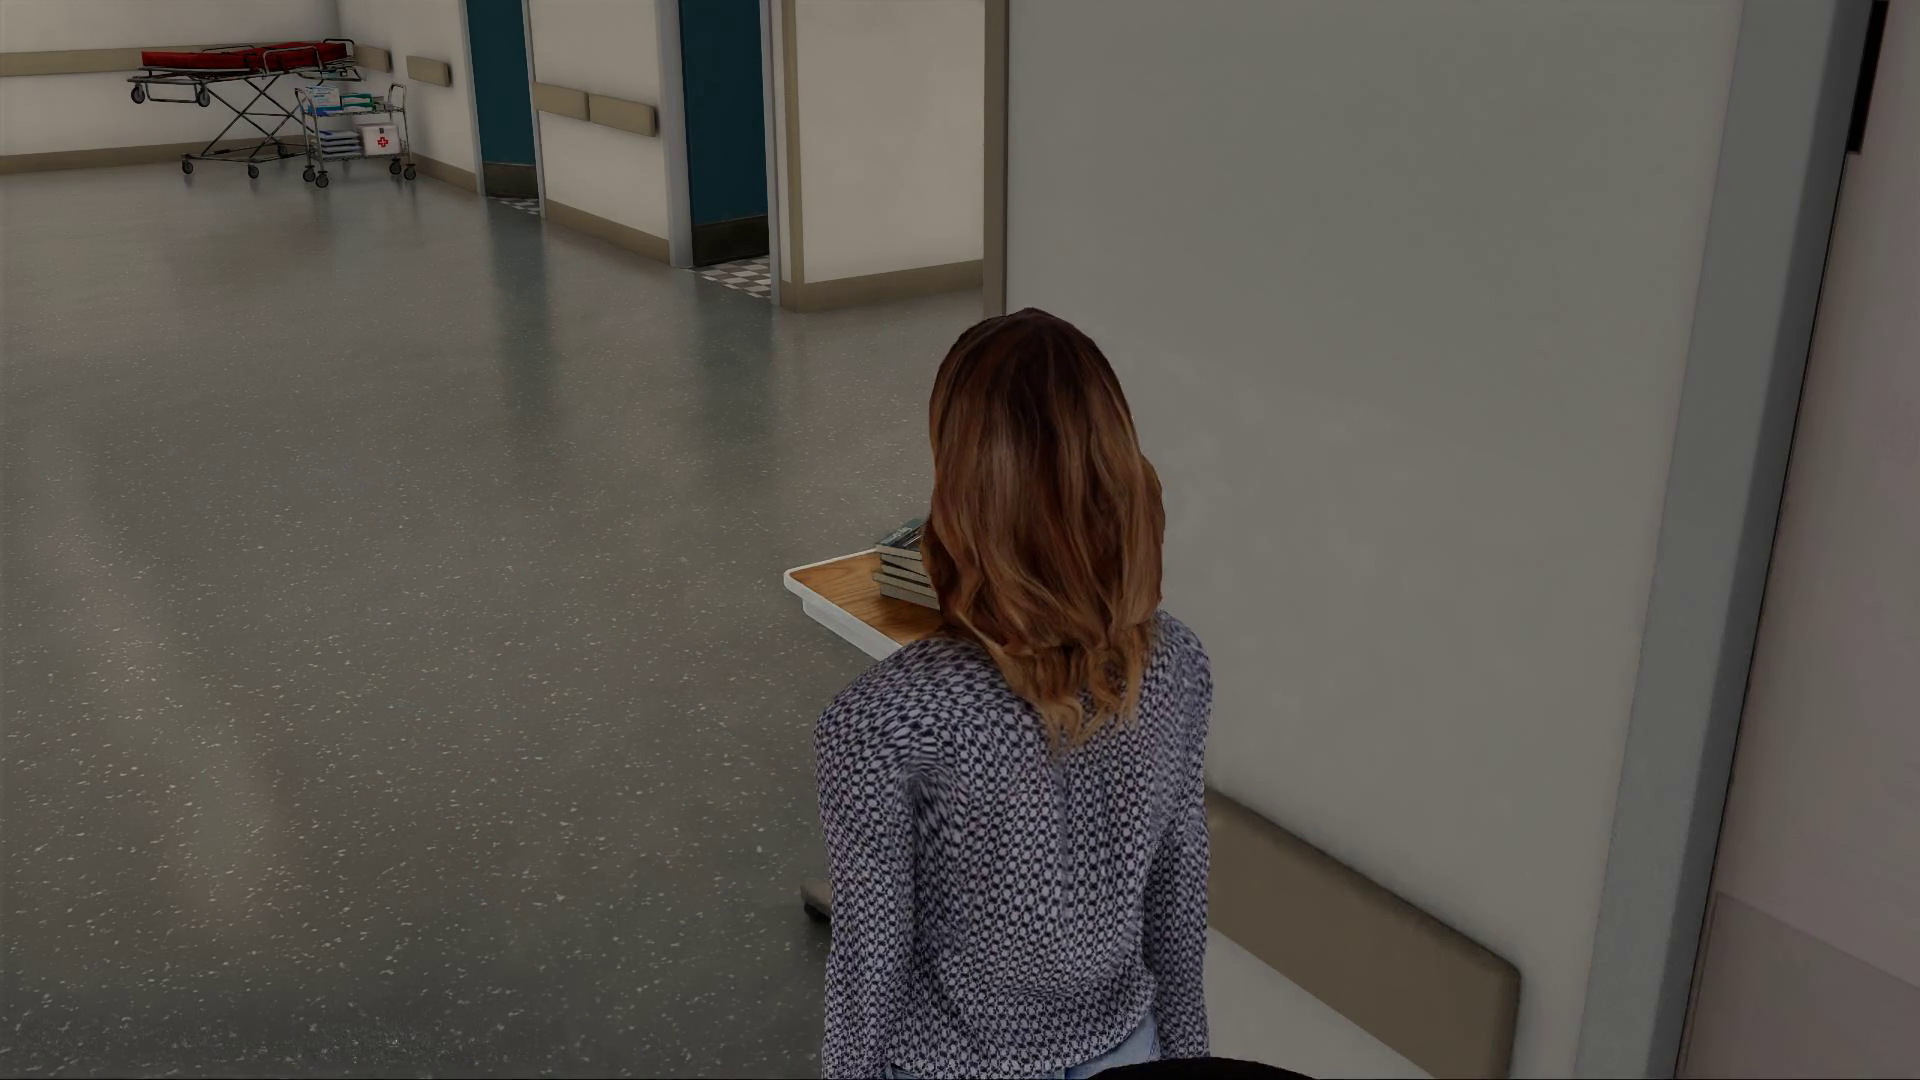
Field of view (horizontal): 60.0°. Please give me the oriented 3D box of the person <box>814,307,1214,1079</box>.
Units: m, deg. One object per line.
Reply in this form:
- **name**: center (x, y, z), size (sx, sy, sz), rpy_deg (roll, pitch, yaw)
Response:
- **person**: center (0.104, 0.669, 1.716), size (0.600, 1.782, 0.704), rpy_deg (-12, 24, -29)
